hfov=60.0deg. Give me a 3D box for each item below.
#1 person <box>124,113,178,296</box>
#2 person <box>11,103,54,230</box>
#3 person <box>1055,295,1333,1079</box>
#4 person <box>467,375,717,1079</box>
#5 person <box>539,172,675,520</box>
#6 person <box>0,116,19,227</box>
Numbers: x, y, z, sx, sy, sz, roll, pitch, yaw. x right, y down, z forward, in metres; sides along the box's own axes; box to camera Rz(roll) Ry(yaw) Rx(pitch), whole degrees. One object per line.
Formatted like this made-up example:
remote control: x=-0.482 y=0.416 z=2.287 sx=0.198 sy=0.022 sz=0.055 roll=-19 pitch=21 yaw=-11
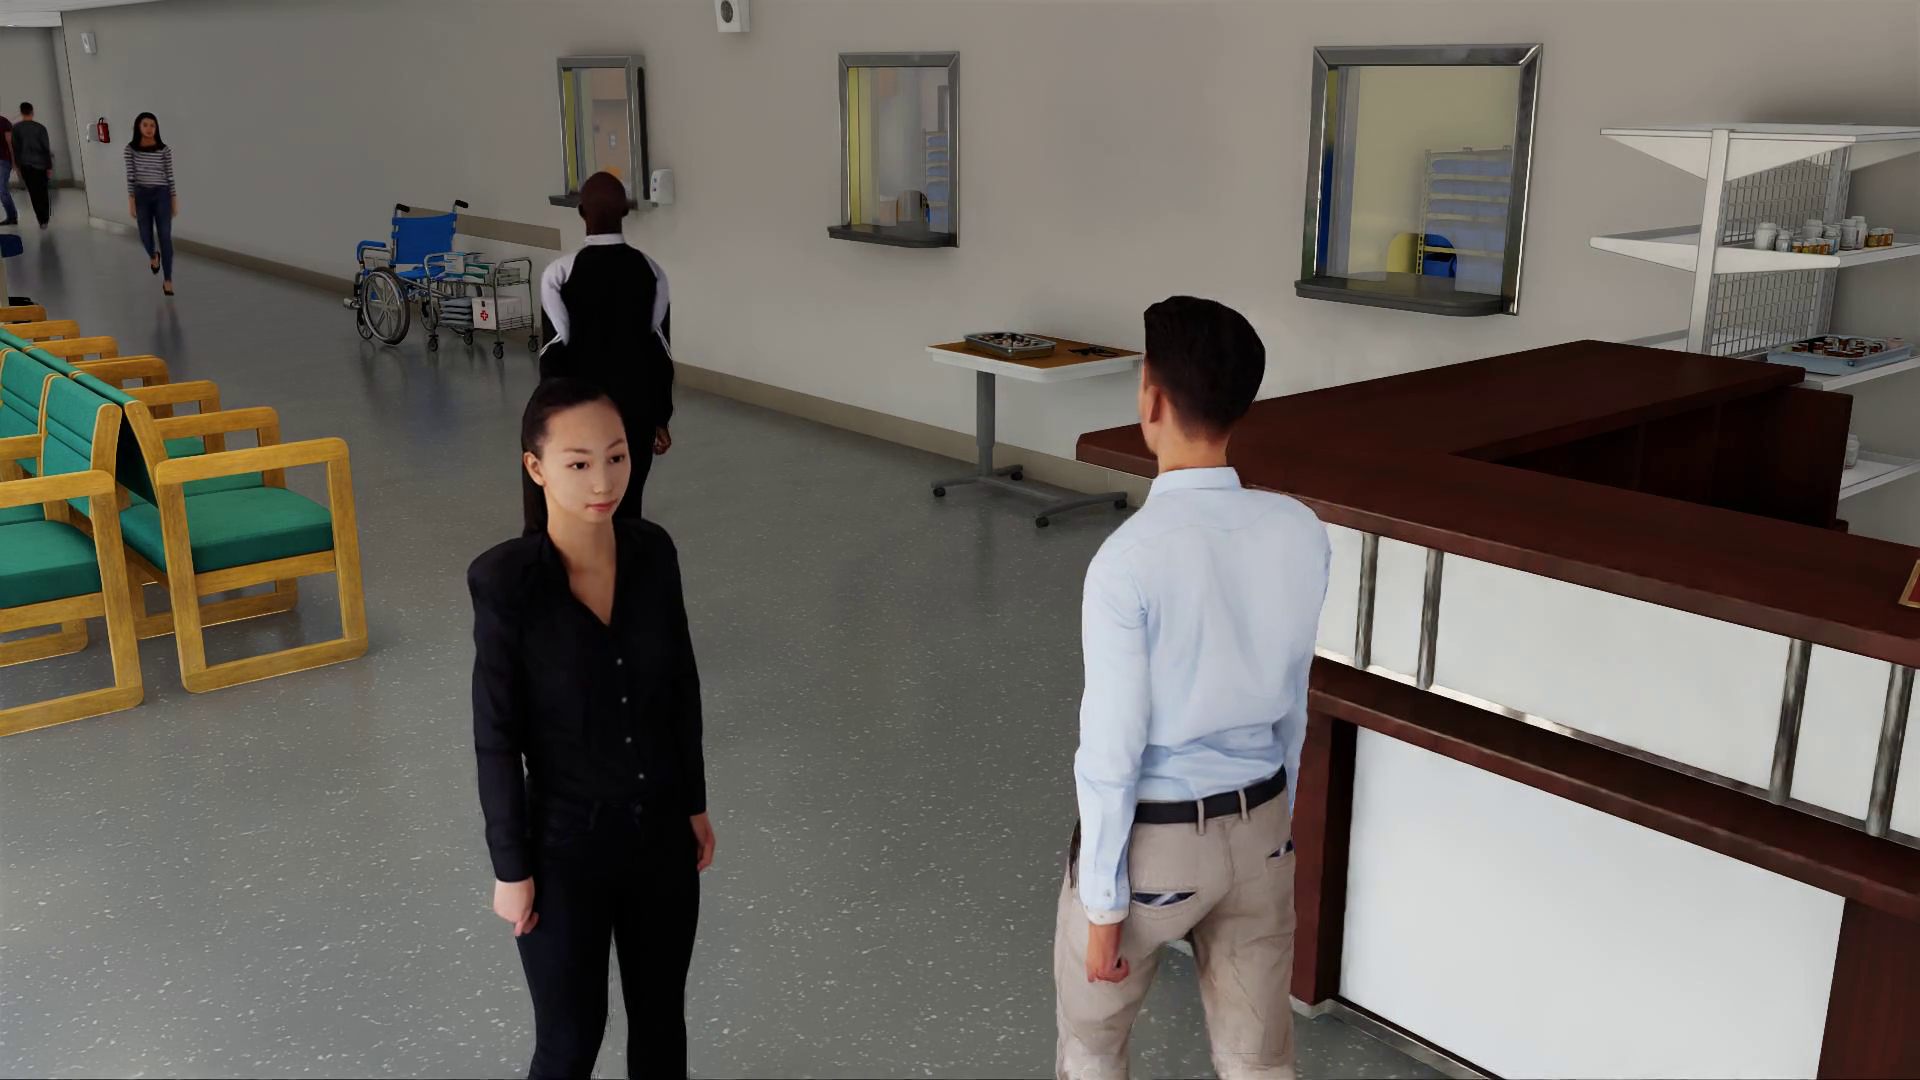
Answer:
person: x=-8.040 y=-3.328 z=16.558 sx=0.943 sy=1.775 sz=0.787 roll=-8 pitch=18 yaw=-27
person: x=-12.938 y=-5.187 z=23.245 sx=1.066 sy=1.724 sz=0.807 roll=-9 pitch=18 yaw=-29
person: x=0.420 y=0.559 z=2.689 sx=1.205 sy=1.820 sz=0.902 roll=-8 pitch=17 yaw=-25
person: x=-0.634 y=0.550 z=2.926 sx=0.436 sy=1.709 sz=0.645 roll=-15 pitch=21 yaw=-42
person: x=-1.334 y=-0.465 z=6.357 sx=1.082 sy=1.799 sz=0.912 roll=-7 pitch=17 yaw=-24
person: x=-13.776 y=-5.458 z=23.996 sx=0.803 sy=1.838 sz=0.825 roll=6 pitch=17 yaw=20
